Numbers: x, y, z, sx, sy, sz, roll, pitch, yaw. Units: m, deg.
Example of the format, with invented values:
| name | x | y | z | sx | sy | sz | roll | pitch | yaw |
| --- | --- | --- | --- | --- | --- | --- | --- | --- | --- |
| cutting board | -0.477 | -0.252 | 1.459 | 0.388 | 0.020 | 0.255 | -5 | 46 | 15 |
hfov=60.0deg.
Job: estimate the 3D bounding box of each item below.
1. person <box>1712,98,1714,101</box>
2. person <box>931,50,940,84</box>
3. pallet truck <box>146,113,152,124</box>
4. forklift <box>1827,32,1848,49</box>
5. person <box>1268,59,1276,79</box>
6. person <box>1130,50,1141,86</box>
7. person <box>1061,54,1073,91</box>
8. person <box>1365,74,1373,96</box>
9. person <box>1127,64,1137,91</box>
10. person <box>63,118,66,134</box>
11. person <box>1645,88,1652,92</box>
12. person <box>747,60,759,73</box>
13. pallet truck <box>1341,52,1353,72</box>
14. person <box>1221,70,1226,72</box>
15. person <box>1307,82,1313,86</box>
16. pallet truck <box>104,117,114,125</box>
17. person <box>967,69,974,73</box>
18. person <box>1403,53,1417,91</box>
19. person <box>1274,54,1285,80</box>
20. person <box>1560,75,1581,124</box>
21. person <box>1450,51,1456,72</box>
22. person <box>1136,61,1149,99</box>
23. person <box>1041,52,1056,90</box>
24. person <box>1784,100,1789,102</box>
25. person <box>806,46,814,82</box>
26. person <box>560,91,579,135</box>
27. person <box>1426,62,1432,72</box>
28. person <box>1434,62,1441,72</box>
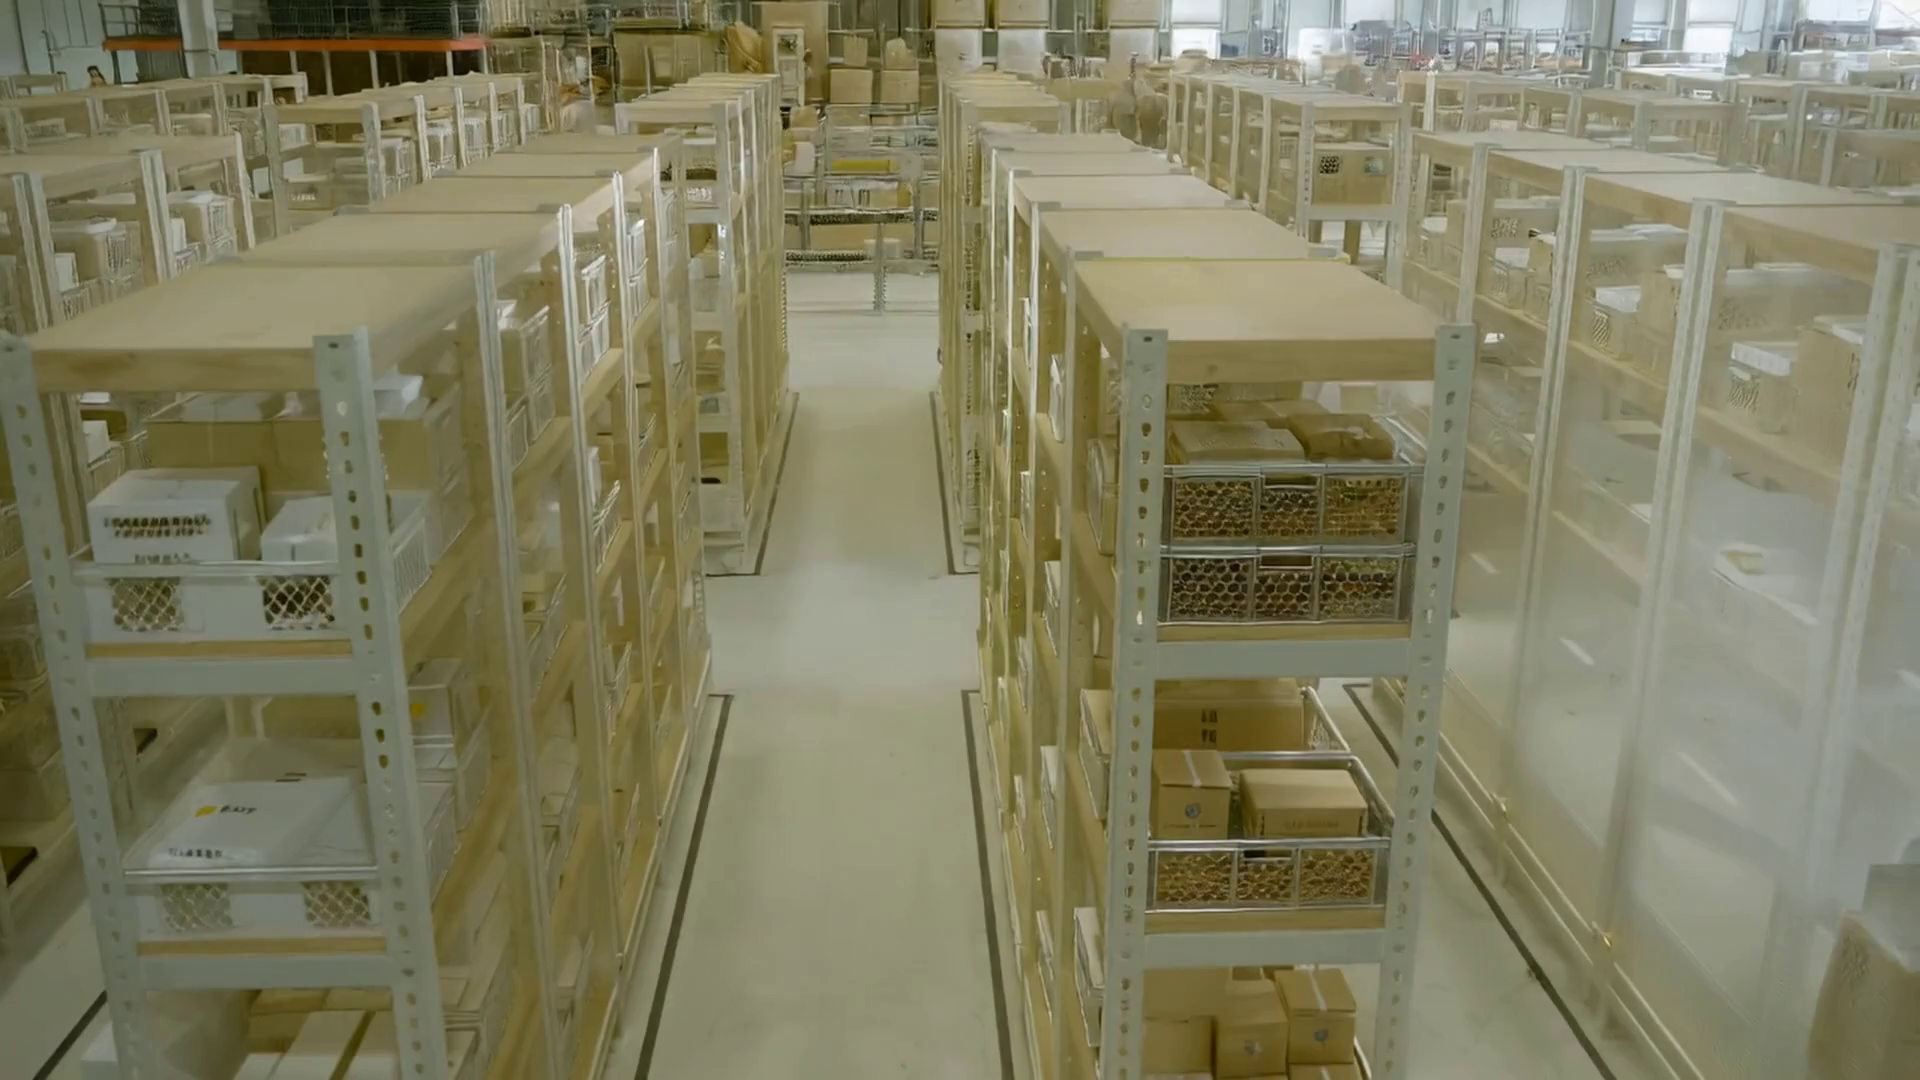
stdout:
| name | x | y | z | sx | sy | sz | roll | pitch | yaw |
| --- | --- | --- | --- | --- | --- | --- | --- | --- | --- |
| person | 22.459 | -12.773 | 50.303 | 0.632 | 1.948 | 1.043 | -3 | 18 | -8 |
| person | -1.364 | -26.053 | 91.577 | 0.430 | 1.831 | 0.637 | -16 | 24 | -40 |
| pallet truck | -18.087 | -8.309 | 36.390 | 1.885 | 1.965 | 0.823 | -1 | 18 | -4 |
| forklift | 46.023 | -25.321 | 87.619 | 1.129 | 2.768 | 1.873 | -1 | 18 | -2 |
| person | 15.092 | -22.404 | 80.505 | 0.534 | 1.692 | 0.321 | -16 | 24 | -41 |
| person | 9.384 | -25.139 | 88.619 | 0.807 | 1.897 | 0.621 | 7 | 19 | 21 |
| person | 5.366 | -23.565 | 83.849 | 0.625 | 1.844 | 0.429 | 6 | 19 | 17 |
| person | 14.563 | -15.698 | 59.457 | 0.328 | 1.873 | 0.519 | 0 | 18 | -1 |
| person | 6.958 | -18.310 | 67.466 | 0.371 | 1.916 | 0.597 | -9 | 20 | -27 |
| person | -22.985 | -10.165 | 42.289 | 0.636 | 1.902 | 0.406 | -8 | 20 | -24 |
| person | 21.415 | -13.207 | 51.931 | 0.322 | 1.761 | 0.522 | -9 | 20 | -26 |
| person | -9.300 | -20.585 | 74.600 | 0.595 | 1.861 | 0.806 | 2 | 18 | 6 |
| pallet truck | 18.794 | -23.123 | 82.231 | 0.823 | 1.965 | 1.885 | -13 | 22 | -35 |
| person | 9.794 | -16.444 | 61.721 | 0.920 | 1.898 | 0.552 | 8 | 20 | 24 |
| person | 11.945 | -14.842 | 57.097 | 0.320 | 1.694 | 0.533 | 6 | 19 | 18 |
| pallet truck | -18.367 | -7.885 | 35.078 | 1.885 | 1.965 | 0.823 | 1 | 18 | 2 |
| person | 0.442 | -16.927 | 63.228 | 0.973 | 1.884 | 0.572 | -5 | 18 | -14 |
| person | 22.612 | -23.446 | 83.383 | 0.596 | 1.906 | 0.789 | -15 | 23 | -38 |
| person | 15.757 | -23.081 | 82.264 | 0.973 | 1.904 | 0.643 | -15 | 23 | -39 |
| person | 20.171 | -14.346 | 55.003 | 0.686 | 2.000 | 0.540 | 8 | 20 | 25 |
| person | 25.942 | -24.702 | 87.274 | 0.971 | 1.902 | 0.550 | 2 | 18 | 6 |
| person | 8.576 | -21.430 | 77.470 | 0.915 | 1.697 | 0.488 | 15 | 23 | 38 |
| person | 4.496 | -23.886 | 84.748 | 0.622 | 1.899 | 0.972 | 17 | 24 | 42 |
| person | 22.452 | -11.134 | 45.514 | 0.538 | 1.753 | 0.559 | 1 | 18 | 3 |
| person | -8.381 | -26.669 | 93.231 | 0.437 | 1.976 | 0.650 | -6 | 19 | -18 |
| person | -10.522 | -11.039 | 44.765 | 0.609 | 2.043 | 0.397 | 9 | 20 | 27 |
| person | 20.204 | -19.687 | 71.847 | 0.350 | 1.843 | 0.506 | 7 | 19 | 21 |
| person | 20.735 | -19.820 | 72.260 | 0.473 | 1.836 | 0.571 | 7 | 19 | 22 |
